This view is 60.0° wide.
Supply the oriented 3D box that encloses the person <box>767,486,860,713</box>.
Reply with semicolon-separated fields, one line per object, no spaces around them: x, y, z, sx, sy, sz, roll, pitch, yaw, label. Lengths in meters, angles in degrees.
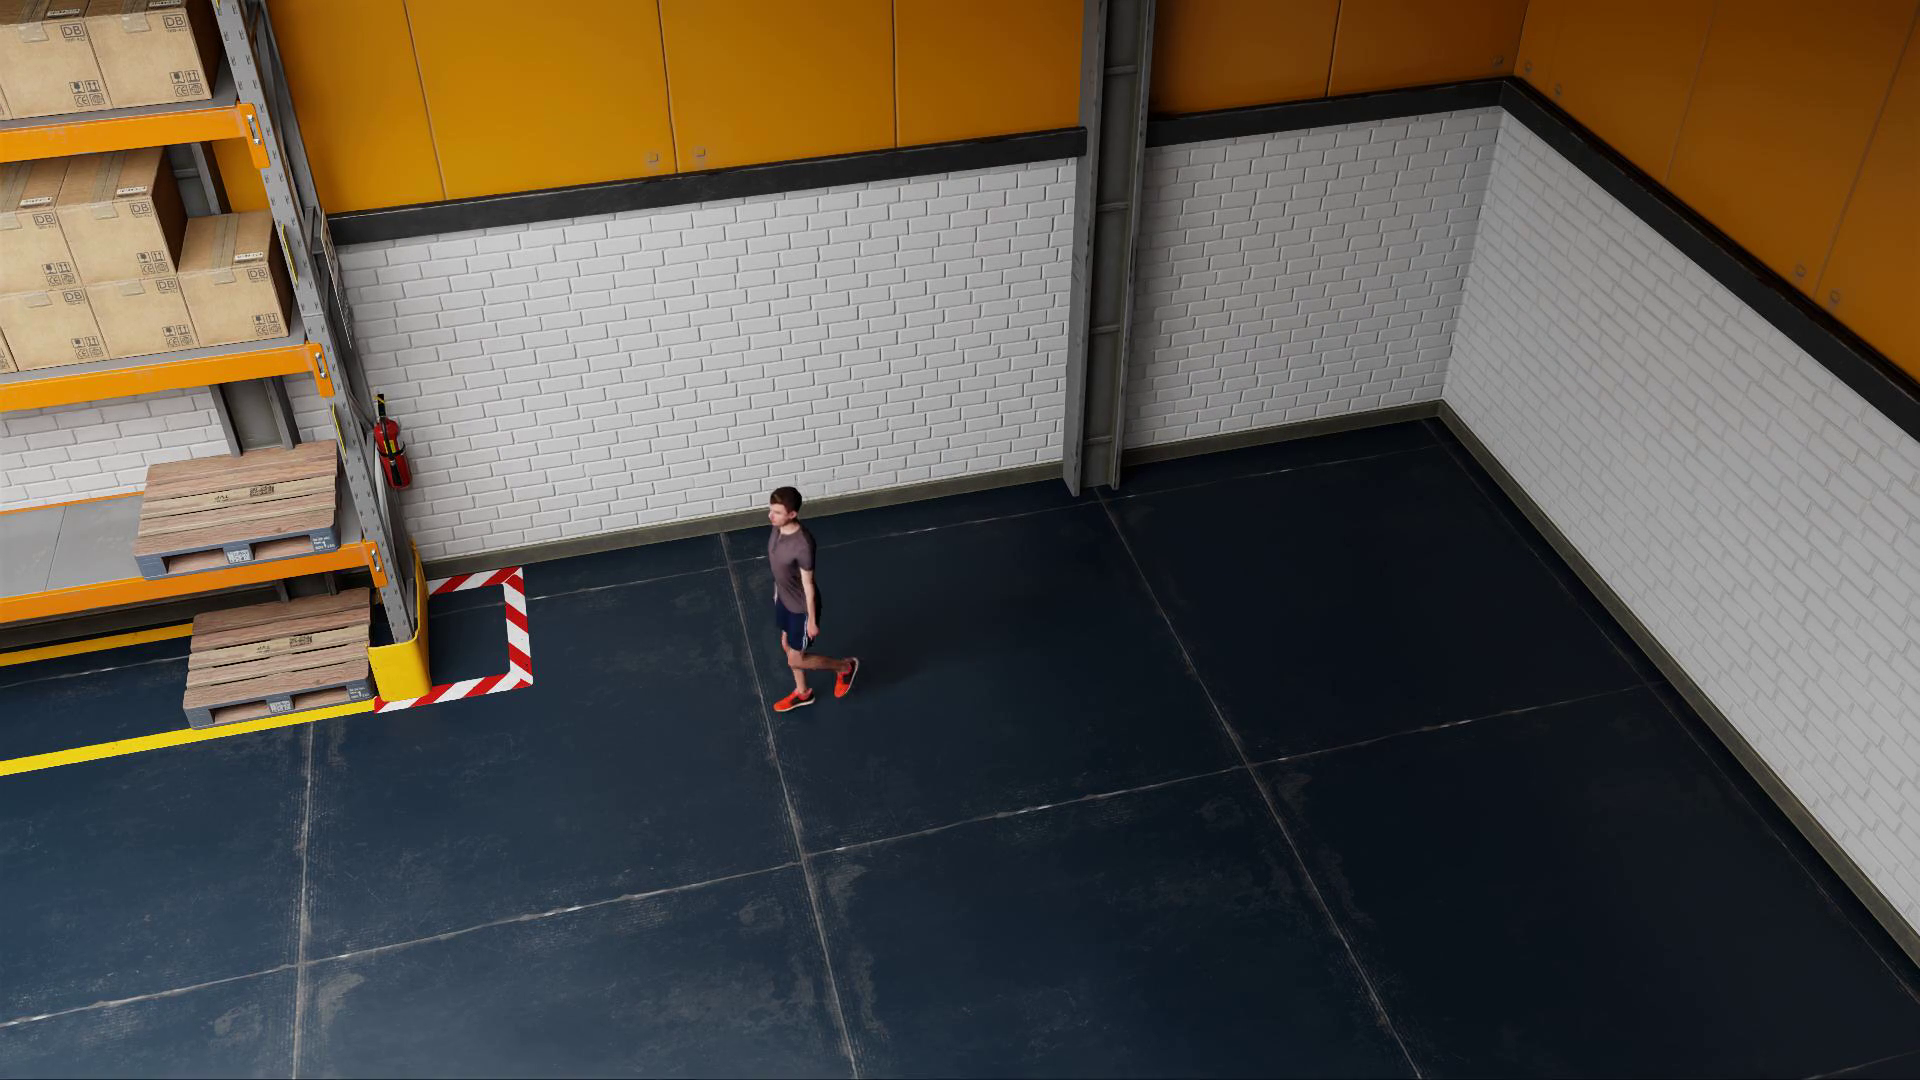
-0.987;0.382;10.925;0.909;1.840;0.762;-18;42;-22;person
